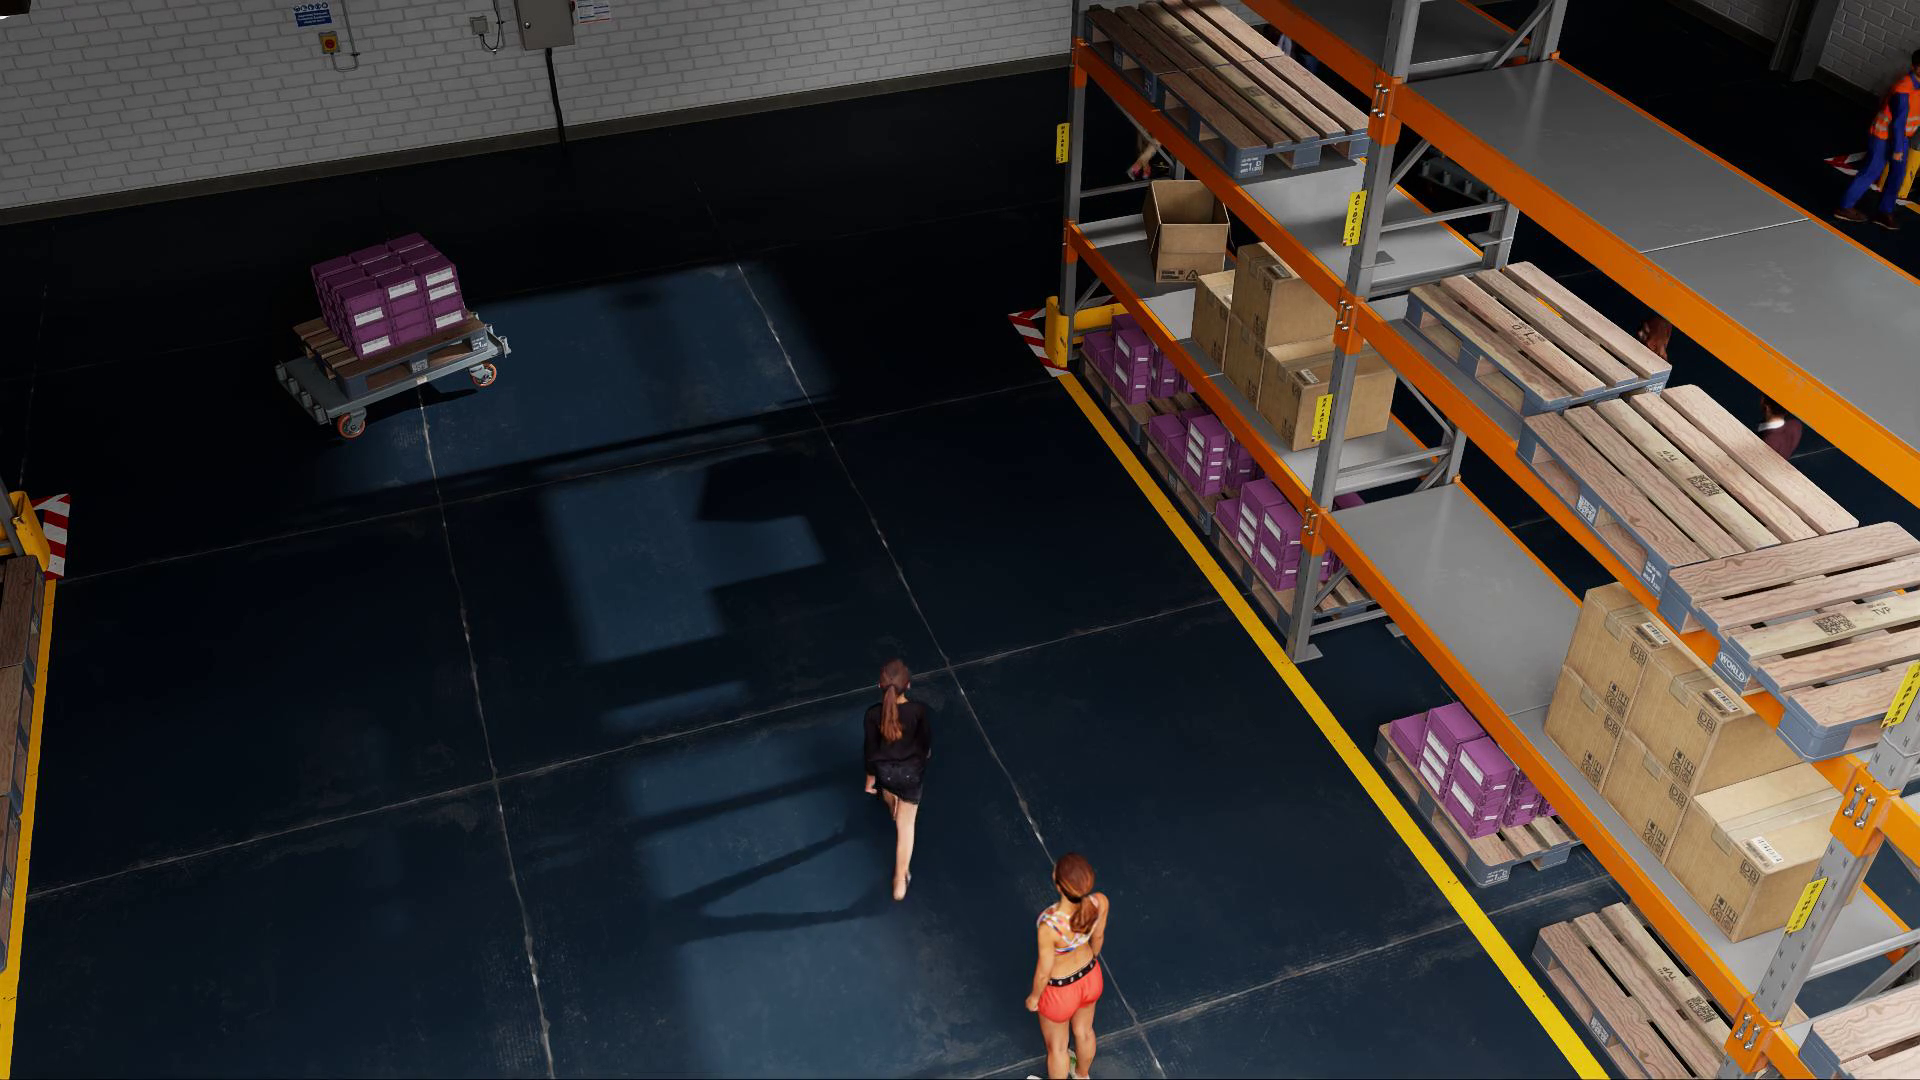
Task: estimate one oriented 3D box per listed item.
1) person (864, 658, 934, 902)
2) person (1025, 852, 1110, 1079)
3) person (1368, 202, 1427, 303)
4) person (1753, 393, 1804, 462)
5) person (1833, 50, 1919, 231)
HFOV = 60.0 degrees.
[{"bbox_3d":[-0.336,1.346,9.301,0.834,1.511,1.141,2,39,3],"label":"person"},{"bbox_3d":[0.529,2.154,8.065,0.639,1.792,0.641,-24,44,-27],"label":"person"},{"bbox_3d":[3.423,-1.819,13.120,0.894,1.692,1.183,2,39,3],"label":"person"},{"bbox_3d":[5.216,-0.241,11.006,0.763,1.863,0.745,-30,48,-32],"label":"person"},{"bbox_3d":[8.600,-3.756,15.449,0.966,1.812,0.891,28,46,31],"label":"person"}]
